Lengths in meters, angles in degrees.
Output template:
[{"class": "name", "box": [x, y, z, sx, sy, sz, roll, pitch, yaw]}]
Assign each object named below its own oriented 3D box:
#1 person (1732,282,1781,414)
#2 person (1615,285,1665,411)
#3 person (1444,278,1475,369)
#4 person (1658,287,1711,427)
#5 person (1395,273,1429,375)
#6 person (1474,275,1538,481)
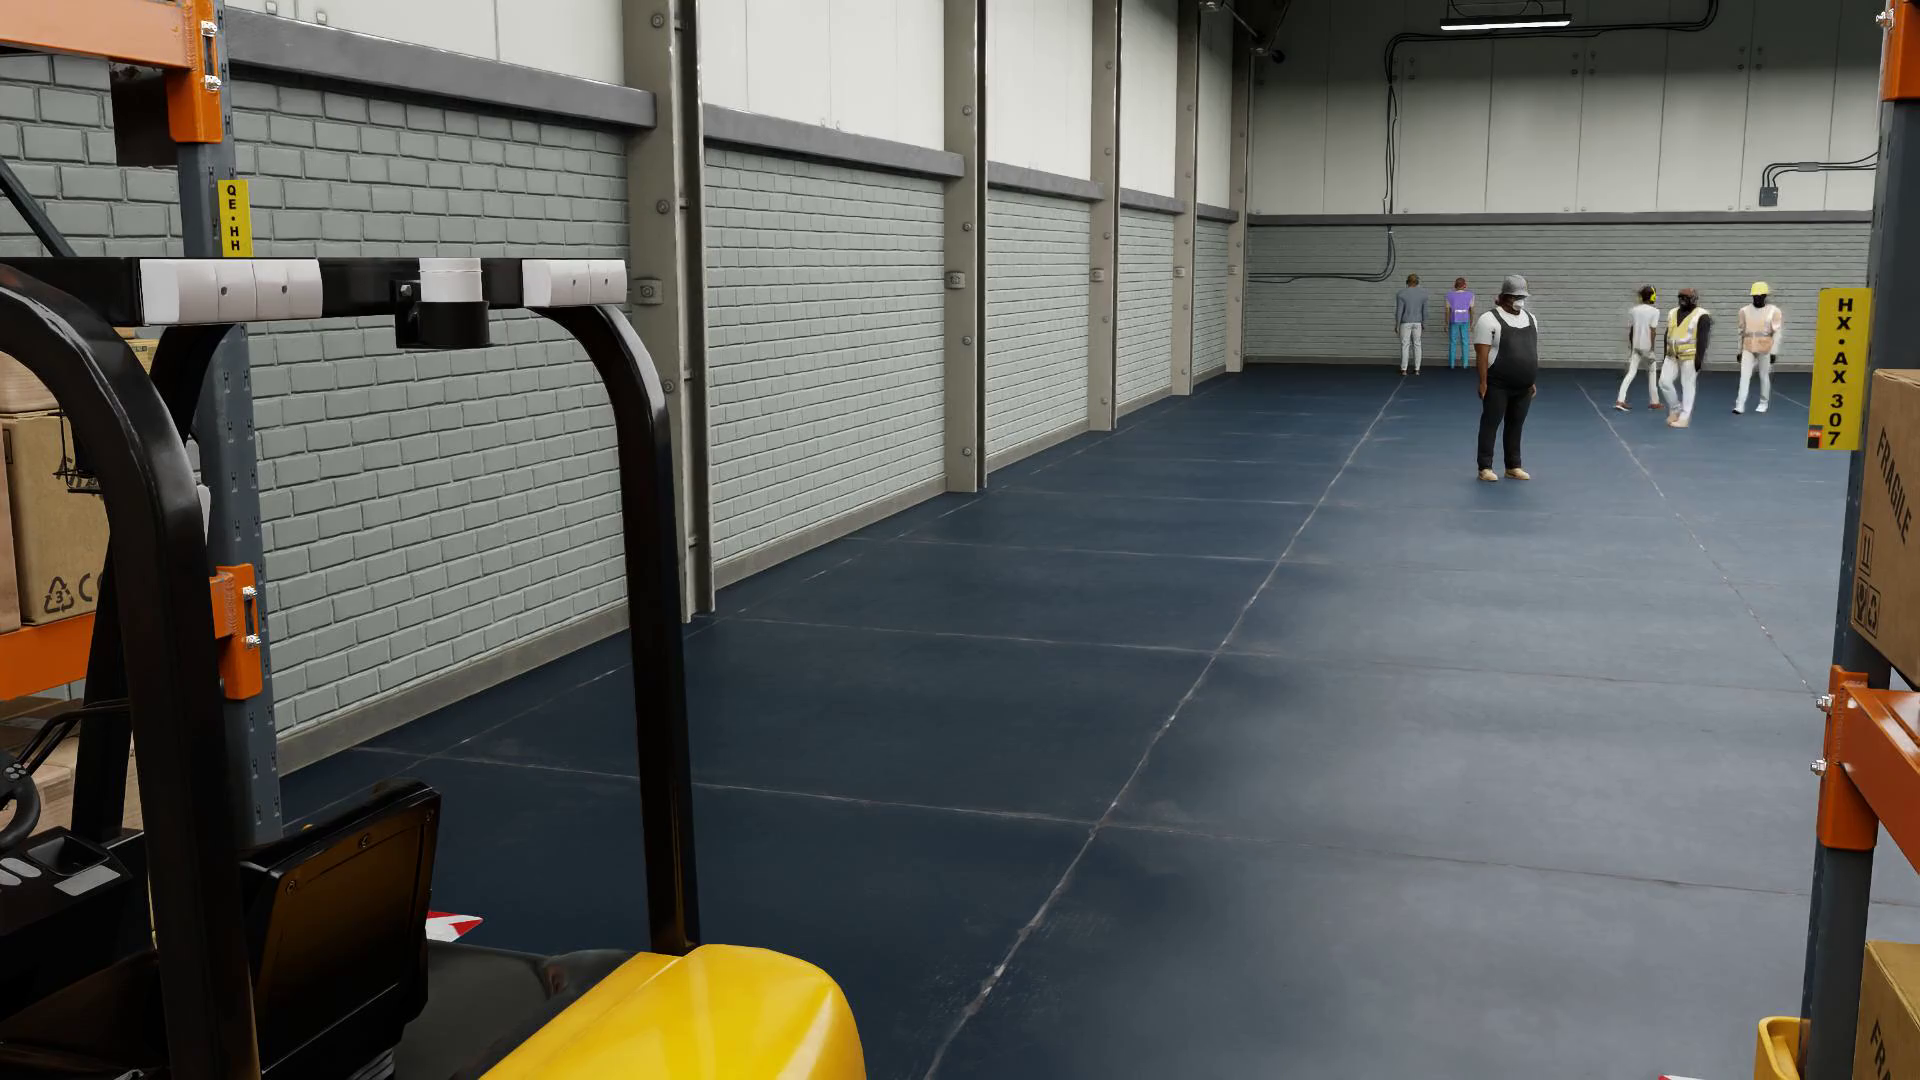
[{"class": "person", "box": [11.353, -2.728, 23.679, 0.606, 1.873, 0.986, 9, 13, 44]}, {"class": "person", "box": [9.909, -2.781, 24.168, 0.967, 1.827, 0.538, -6, 11, -30]}, {"class": "person", "box": [10.005, -4.333, 33.345, 0.562, 1.838, 0.390, 2, 10, 9]}, {"class": "person", "box": [9.438, -2.376, 21.712, 0.455, 1.828, 0.657, -5, 11, -30]}, {"class": "person", "box": [8.622, -4.123, 31.798, 0.635, 1.938, 0.361, -1, 10, -6]}, {"class": "person", "box": [5.443, -1.595, 16.436, 0.689, 2.000, 0.537, -3, 10, -19]}]
